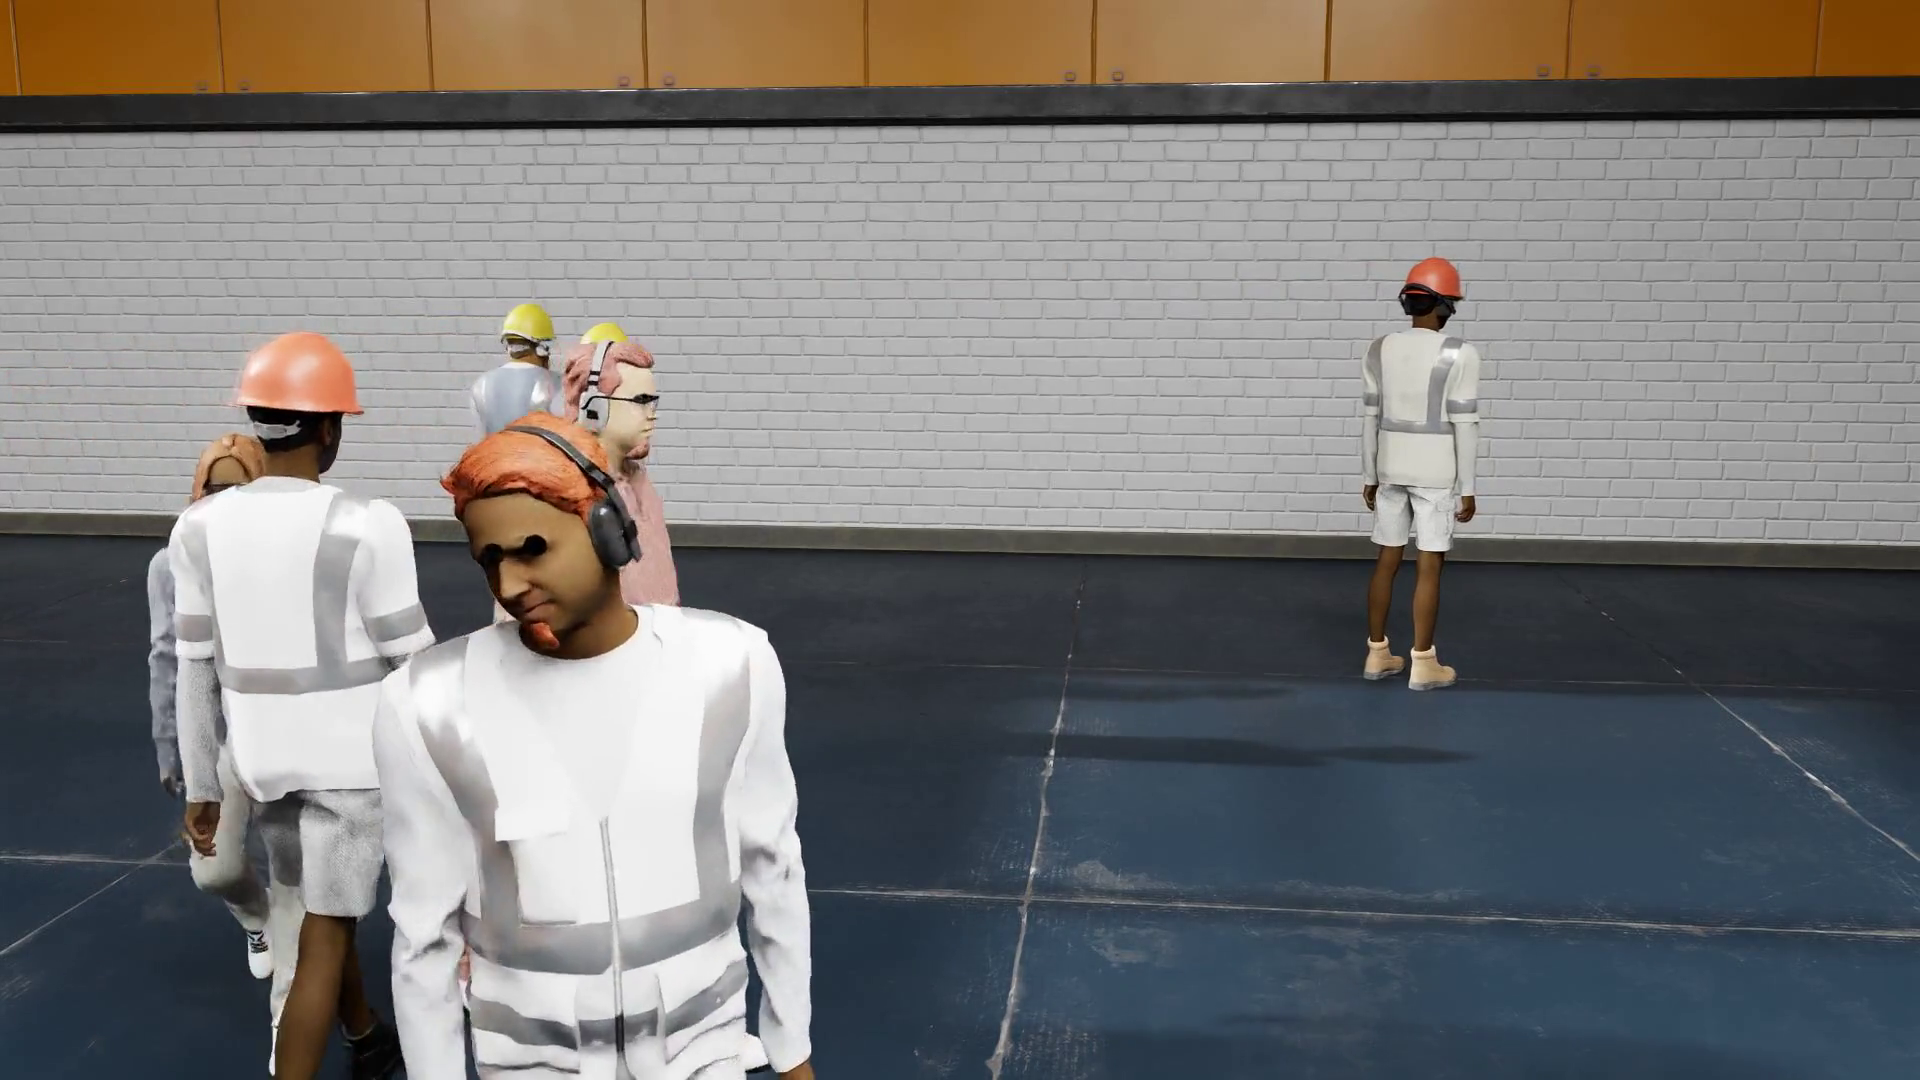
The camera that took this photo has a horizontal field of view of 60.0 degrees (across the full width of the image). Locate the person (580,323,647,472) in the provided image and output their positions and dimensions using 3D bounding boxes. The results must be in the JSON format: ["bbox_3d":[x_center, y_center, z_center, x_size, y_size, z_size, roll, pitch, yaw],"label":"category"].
[{"bbox_3d":[-1.469,-0.026,7.041,0.526,1.772,0.308,10,14,44],"label":"person"}]

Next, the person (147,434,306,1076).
[{"bbox_3d":[-1.823,0.518,4.351,0.514,1.616,0.602,-2,10,-9],"label":"person"}]

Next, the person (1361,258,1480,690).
[{"bbox_3d":[2.189,-0.311,7.914,0.400,2.036,0.611,-9,13,-41],"label":"person"}]

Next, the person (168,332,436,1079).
[{"bbox_3d":[-1.451,0.481,3.784,0.564,1.903,0.867,2,10,12],"label":"person"}]

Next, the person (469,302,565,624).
[{"bbox_3d":[-2.061,-0.225,8.046,0.593,1.841,0.454,4,11,23],"label":"person"}]

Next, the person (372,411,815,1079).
[{"bbox_3d":[-0.508,0.734,2.418,0.592,1.865,0.487,-3,10,-17],"label":"person"}]

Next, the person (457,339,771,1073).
[{"bbox_3d":[-0.965,0.419,4.222,0.956,1.870,0.652,1,10,7],"label":"person"}]
